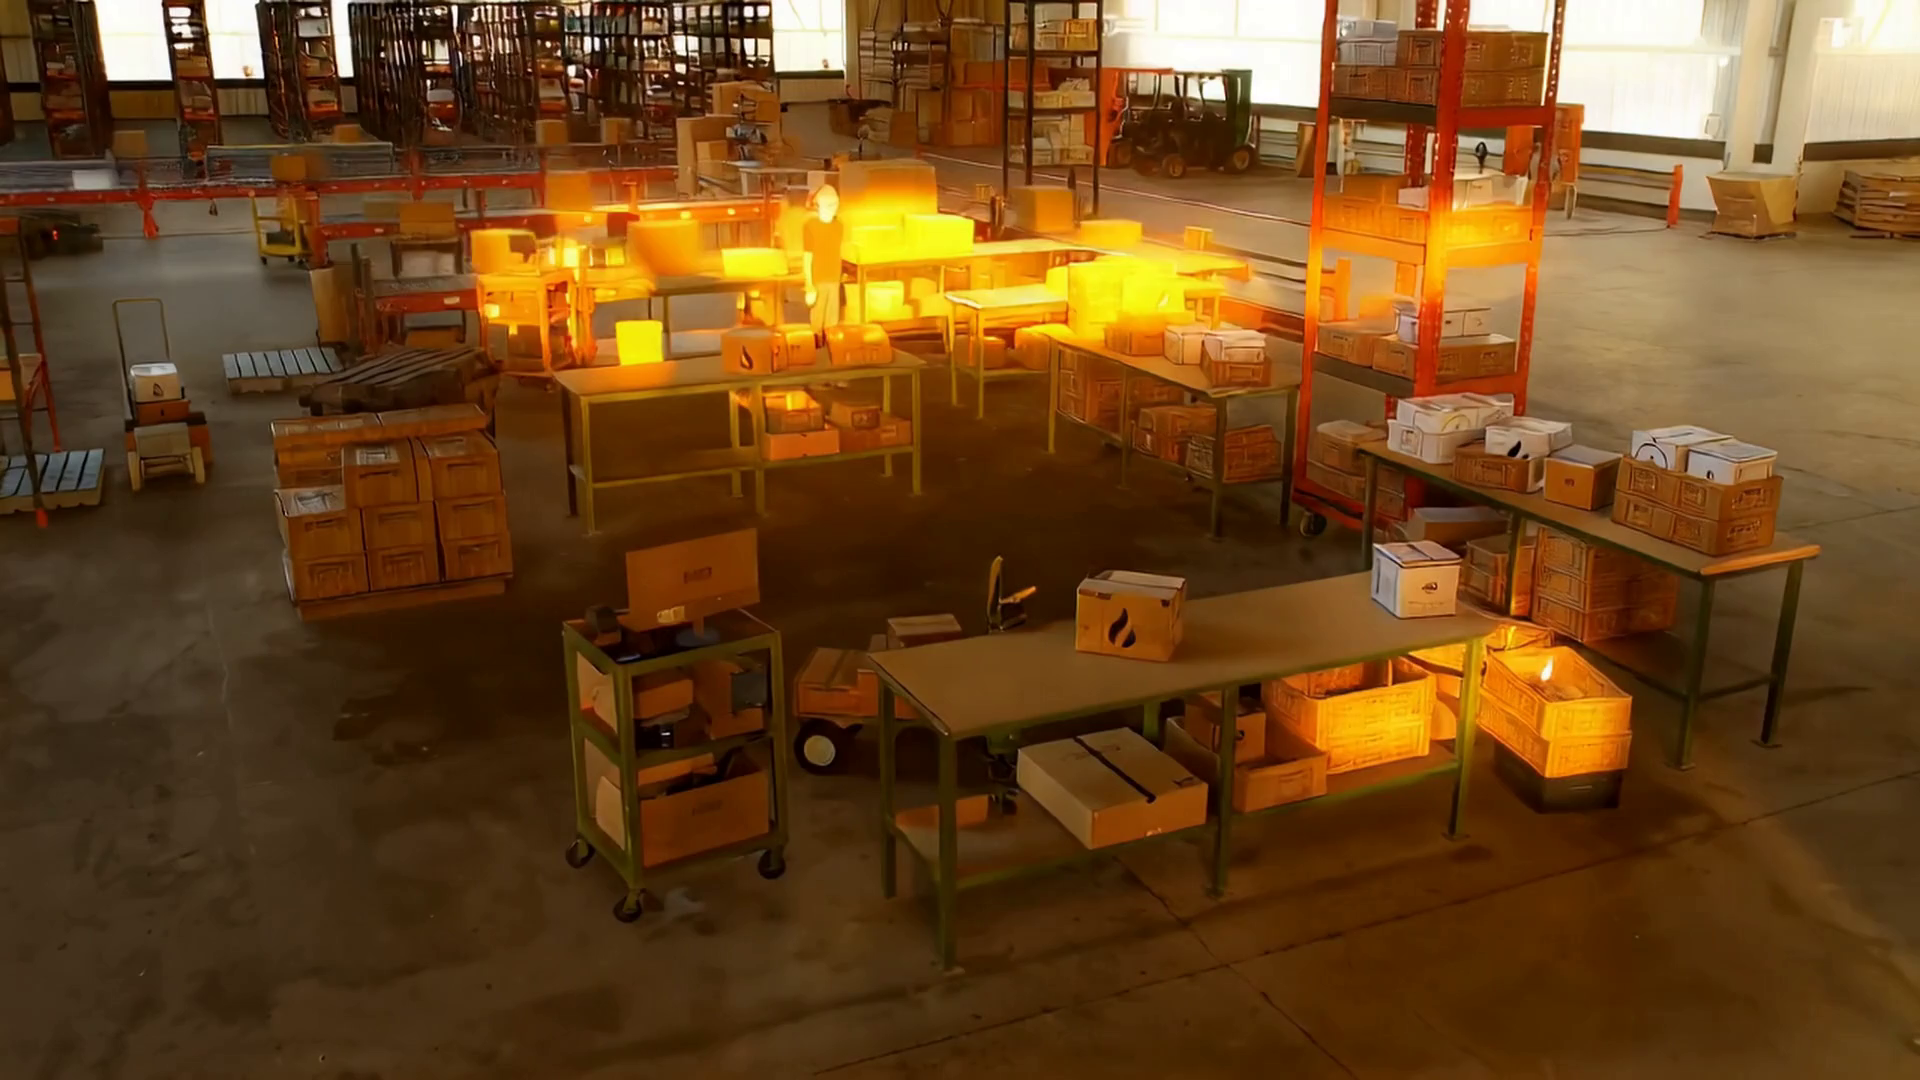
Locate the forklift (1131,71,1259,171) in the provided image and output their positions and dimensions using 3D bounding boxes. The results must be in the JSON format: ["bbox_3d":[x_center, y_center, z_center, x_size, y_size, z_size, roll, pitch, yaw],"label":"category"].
[{"bbox_3d":[4.998,-8.936,35.413,2.680,1.987,1.157,-9,20,-25],"label":"forklift"}]

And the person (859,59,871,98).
[{"bbox_3d":[-2.877,-13.607,50.635,0.396,1.993,0.617,-5,18,-15],"label":"person"}]

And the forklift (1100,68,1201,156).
[{"bbox_3d":[4.082,-9.564,37.410,2.680,1.987,1.157,-8,19,-23],"label":"forklift"}]

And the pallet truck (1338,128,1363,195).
[{"bbox_3d":[7.845,-7.140,31.411,1.522,1.261,0.704,-9,20,-25],"label":"pallet truck"}]

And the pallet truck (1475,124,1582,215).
[{"bbox_3d":[9.707,-6.455,28.103,1.885,1.965,0.823,-7,19,-20],"label":"pallet truck"}]

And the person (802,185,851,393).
[{"bbox_3d":[-1.218,-2.301,15.225,0.311,1.869,0.532,13,22,35],"label":"person"}]

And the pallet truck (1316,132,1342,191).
[{"bbox_3d":[7.723,-7.504,32.656,1.601,1.201,0.680,-8,19,-23],"label":"pallet truck"}]

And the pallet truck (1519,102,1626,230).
[{"bbox_3d":[9.972,-6.037,26.785,1.885,1.965,0.823,-9,20,-25],"label":"pallet truck"}]

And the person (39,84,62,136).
[{"bbox_3d":[-25.238,-12.121,46.265,0.580,1.805,0.772,-6,19,-18],"label":"person"}]

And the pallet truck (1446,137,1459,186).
[{"bbox_3d":[9.184,-6.485,29.328,1.630,1.274,0.653,-8,19,-23],"label":"pallet truck"}]
